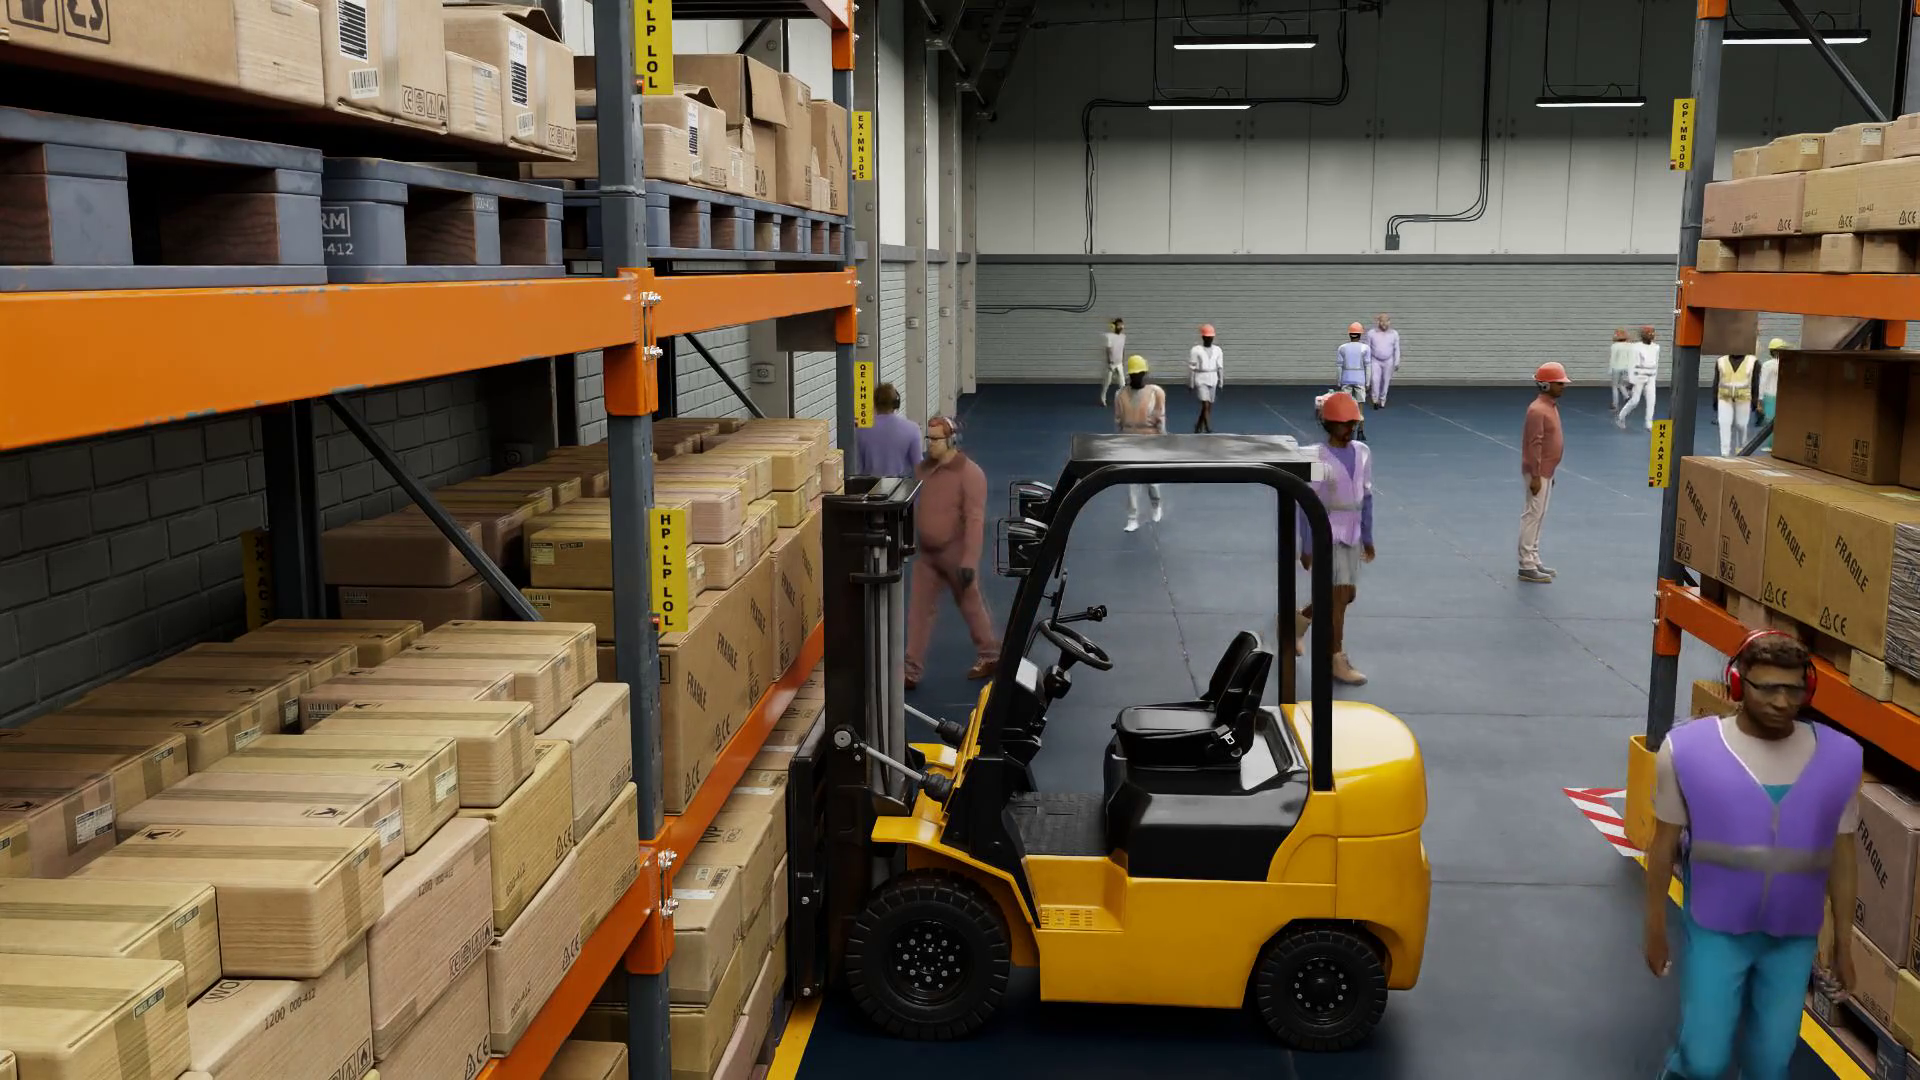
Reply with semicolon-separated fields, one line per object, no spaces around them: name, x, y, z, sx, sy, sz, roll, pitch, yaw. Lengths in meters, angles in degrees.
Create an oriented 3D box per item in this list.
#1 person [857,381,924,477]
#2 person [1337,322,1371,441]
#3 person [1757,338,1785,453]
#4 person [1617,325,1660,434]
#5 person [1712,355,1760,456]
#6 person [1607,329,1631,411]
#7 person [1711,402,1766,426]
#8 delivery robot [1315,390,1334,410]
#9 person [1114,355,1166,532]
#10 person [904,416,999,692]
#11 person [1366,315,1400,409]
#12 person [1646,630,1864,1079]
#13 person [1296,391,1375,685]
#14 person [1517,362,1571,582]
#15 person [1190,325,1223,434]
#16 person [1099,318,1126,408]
person;-0.620;-0.371;13.920;0.638;1.910;0.890;1;9;9
person;6.448;-2.588;27.236;0.542;1.938;0.358;4;10;21
person;12.457;-2.217;25.517;0.546;1.751;0.449;-3;10;-16
person;11.700;-2.767;28.582;0.584;1.862;0.822;-3;10;-17
person;11.408;-2.076;24.482;0.636;1.819;0.675;5;11;30
person;13.015;-3.353;32.807;0.517;1.618;0.411;-5;11;-28
person;13.927;-2.966;29.630;0.555;1.912;0.823;-9;13;-42
delivery robot;6.889;-2.551;30.911;0.477;0.478;0.707;-2;10;-13
person;1.961;-1.055;18.032;0.614;1.910;0.625;4;10;25
person;-0.082;0.086;11.287;0.661;1.862;0.984;8;12;41
person;8.431;-3.531;33.148;0.674;1.863;0.932;1;9;9
person;2.325;1.154;4.892;0.568;1.833;0.435;1;9;4
person;2.561;-0.043;11.587;0.614;2.013;0.796;-7;12;-35
person;5.319;-0.625;15.168;0.395;1.994;0.612;5;11;30
person;4.070;-2.624;27.580;0.553;1.903;0.960;-2;10;-15
person;3.103;-3.528;33.314;0.535;1.821;1.002;-5;11;-28
